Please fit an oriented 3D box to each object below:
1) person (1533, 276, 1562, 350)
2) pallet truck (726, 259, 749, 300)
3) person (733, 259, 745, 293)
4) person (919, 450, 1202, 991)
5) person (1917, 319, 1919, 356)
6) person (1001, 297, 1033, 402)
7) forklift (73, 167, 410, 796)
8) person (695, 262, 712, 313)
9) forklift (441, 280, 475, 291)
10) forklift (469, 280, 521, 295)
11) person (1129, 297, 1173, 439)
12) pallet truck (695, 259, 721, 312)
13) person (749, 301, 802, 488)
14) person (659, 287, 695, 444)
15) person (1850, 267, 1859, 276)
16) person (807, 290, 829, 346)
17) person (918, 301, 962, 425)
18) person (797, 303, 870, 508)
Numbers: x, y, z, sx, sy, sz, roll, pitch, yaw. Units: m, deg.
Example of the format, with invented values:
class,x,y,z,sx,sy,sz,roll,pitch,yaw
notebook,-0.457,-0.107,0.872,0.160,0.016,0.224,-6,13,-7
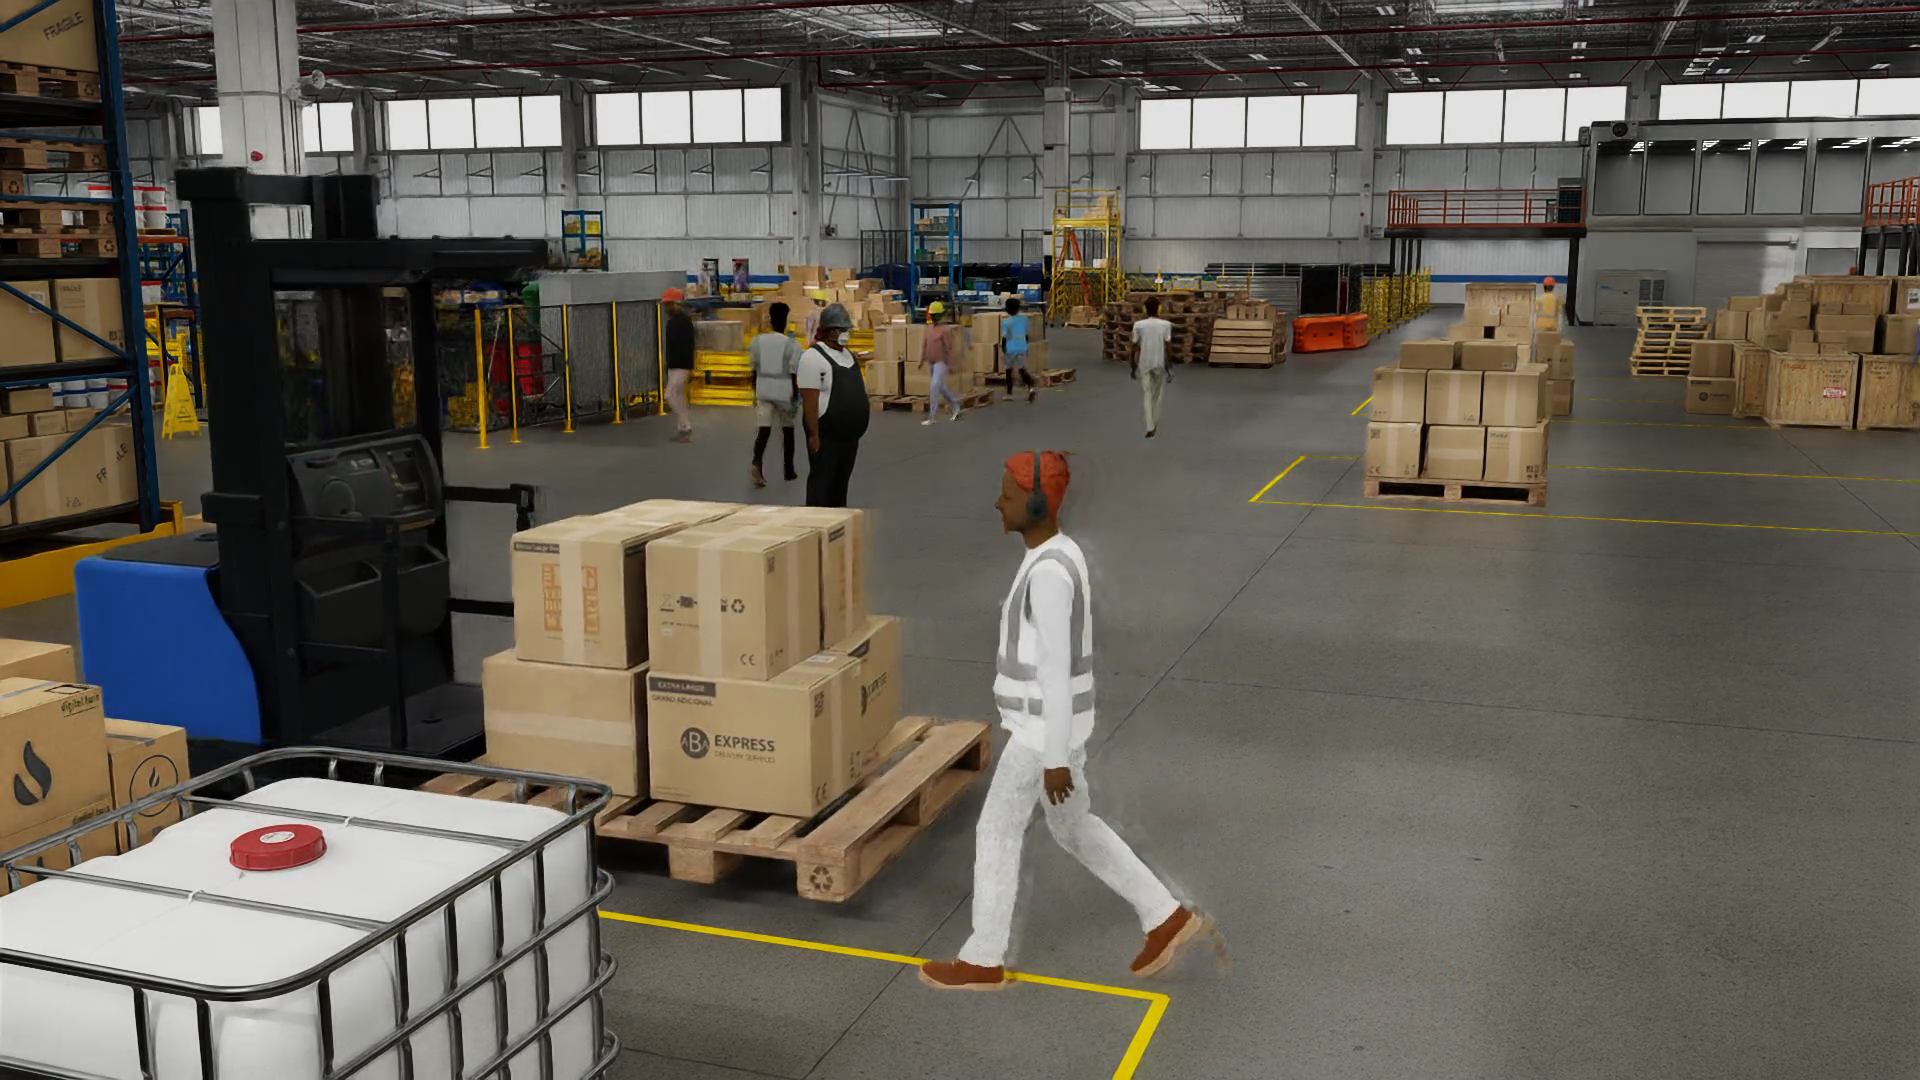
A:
class,x,y,z,sx,sy,sz,roll,pitch,yaw
person,11.190,-4.074,31.722,0.556,1.917,0.601,1,10,4
pallet truck,-7.986,-9.493,62.019,0.823,1.965,1.885,3,11,17
person,-7.818,-9.067,59.577,0.903,2.020,0.604,-5,11,-27
person,0.360,0.615,5.546,0.906,1.854,0.587,1,10,6
person,13.062,-2.365,22.143,0.602,1.904,0.485,10,14,44
person,0.890,-3.030,26.513,0.552,1.678,0.537,-6,12,-29
forklift,-3.028,-0.279,7.646,1.873,2.768,1.129,3,11,19
person,-9.386,-9.291,61.279,1.022,1.852,0.664,5,11,26
forklift,-20.133,-10.254,65.465,1.157,1.987,2.680,3,11,19
forklift,-17.990,-10.121,64.684,1.157,1.987,2.680,3,11,17
person,2.489,-2.256,21.757,0.551,1.817,0.961,0,10,1
pallet truck,-9.165,-9.627,62.776,0.823,1.965,1.885,4,11,23
person,-1.932,-1.511,17.262,0.605,1.941,0.904,2,10,13
person,-3.578,-2.173,20.866,0.489,1.968,0.647,-6,12,-31
person,25.280,-6.803,47.191,0.337,1.882,0.585,-5,11,-24
person,-2.276,-3.328,28.058,0.789,1.735,0.530,5,11,28
person,-0.260,-2.497,23.370,0.826,1.735,0.525,-8,13,-39
person,-0.995,-0.915,13.592,0.536,2.000,0.684,6,11,28
